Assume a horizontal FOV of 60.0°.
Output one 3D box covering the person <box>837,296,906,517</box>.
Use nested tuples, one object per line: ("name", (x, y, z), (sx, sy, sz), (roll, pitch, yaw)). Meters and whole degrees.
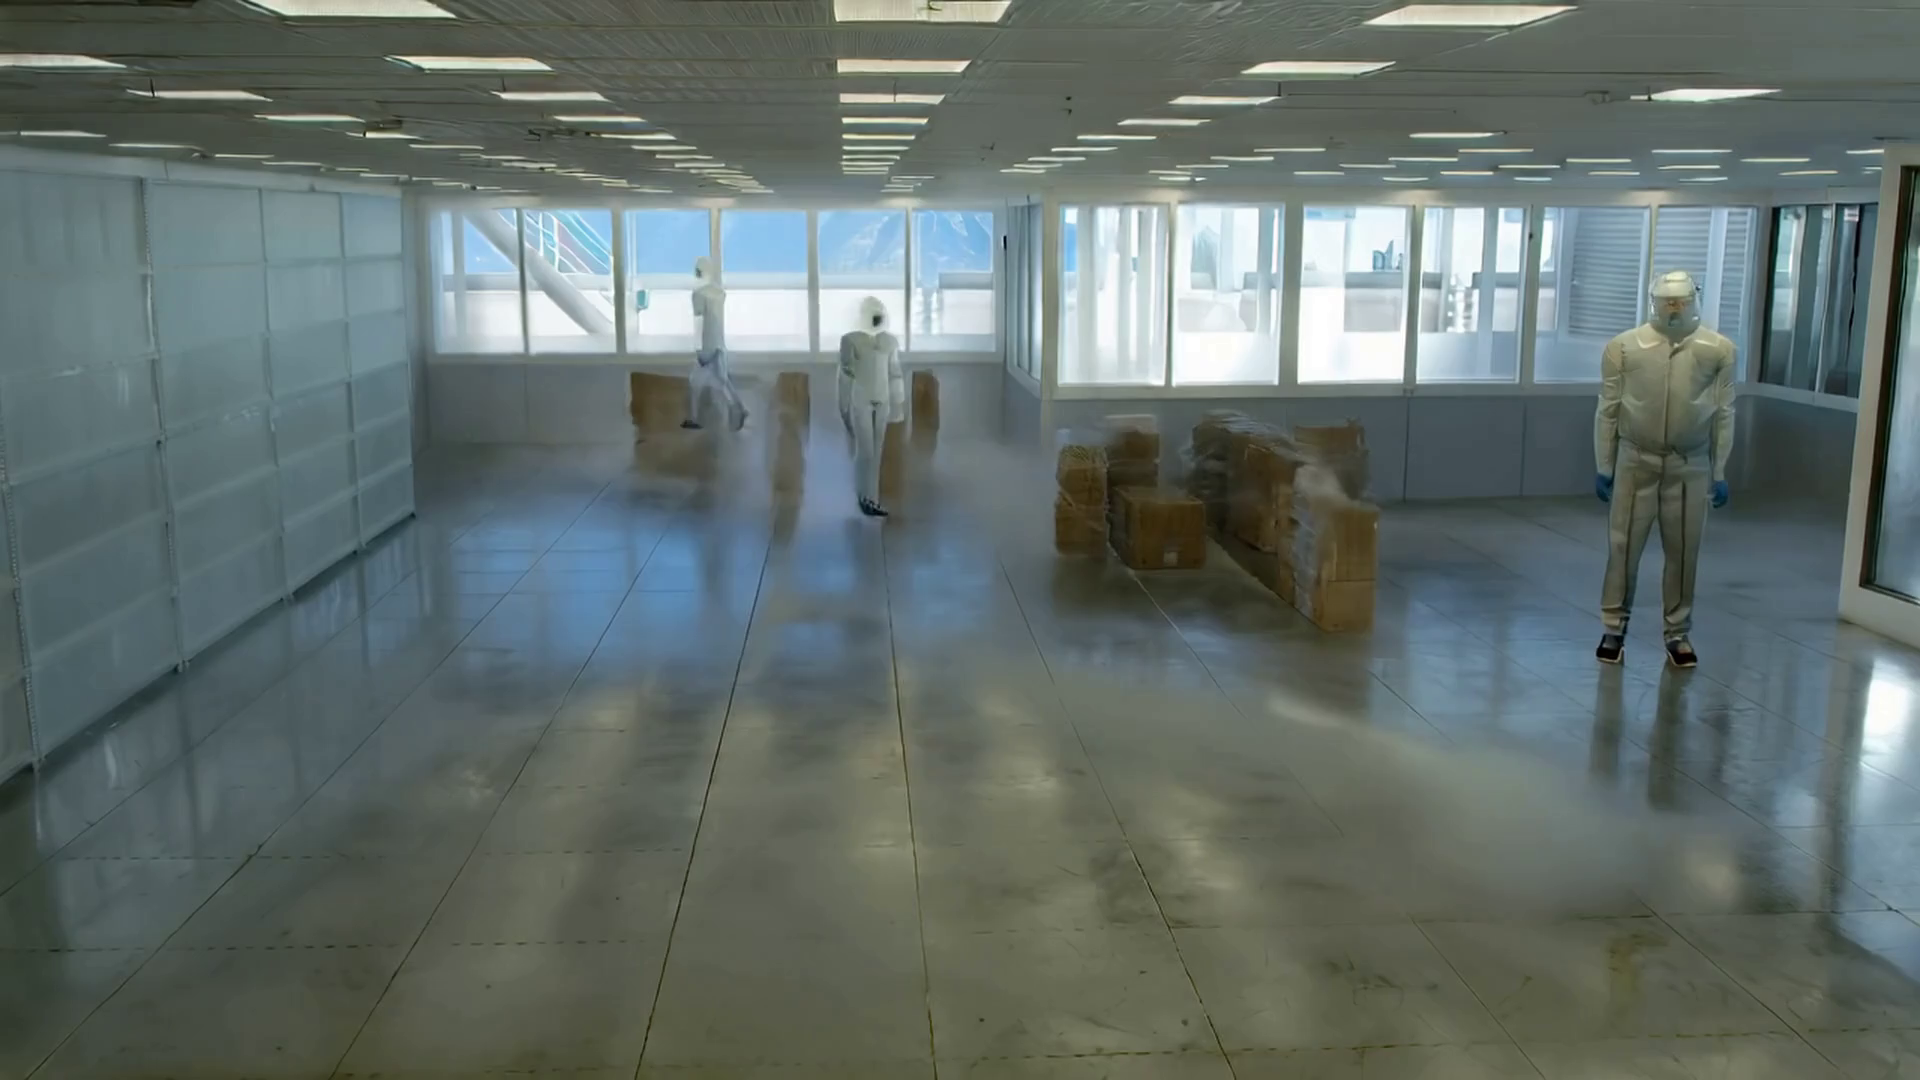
("person", (-0.624, -0.966, 12.153), (0.532, 1.615, 0.452), (-8, 13, -36))

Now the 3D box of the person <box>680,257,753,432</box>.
("person", (-2.574, -2.038, 17.405), (0.955, 1.836, 0.513), (9, 14, 41))

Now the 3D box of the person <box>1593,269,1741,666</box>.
("person", (3.395, -0.343, 8.040), (0.647, 1.908, 0.409), (3, 11, 16))
